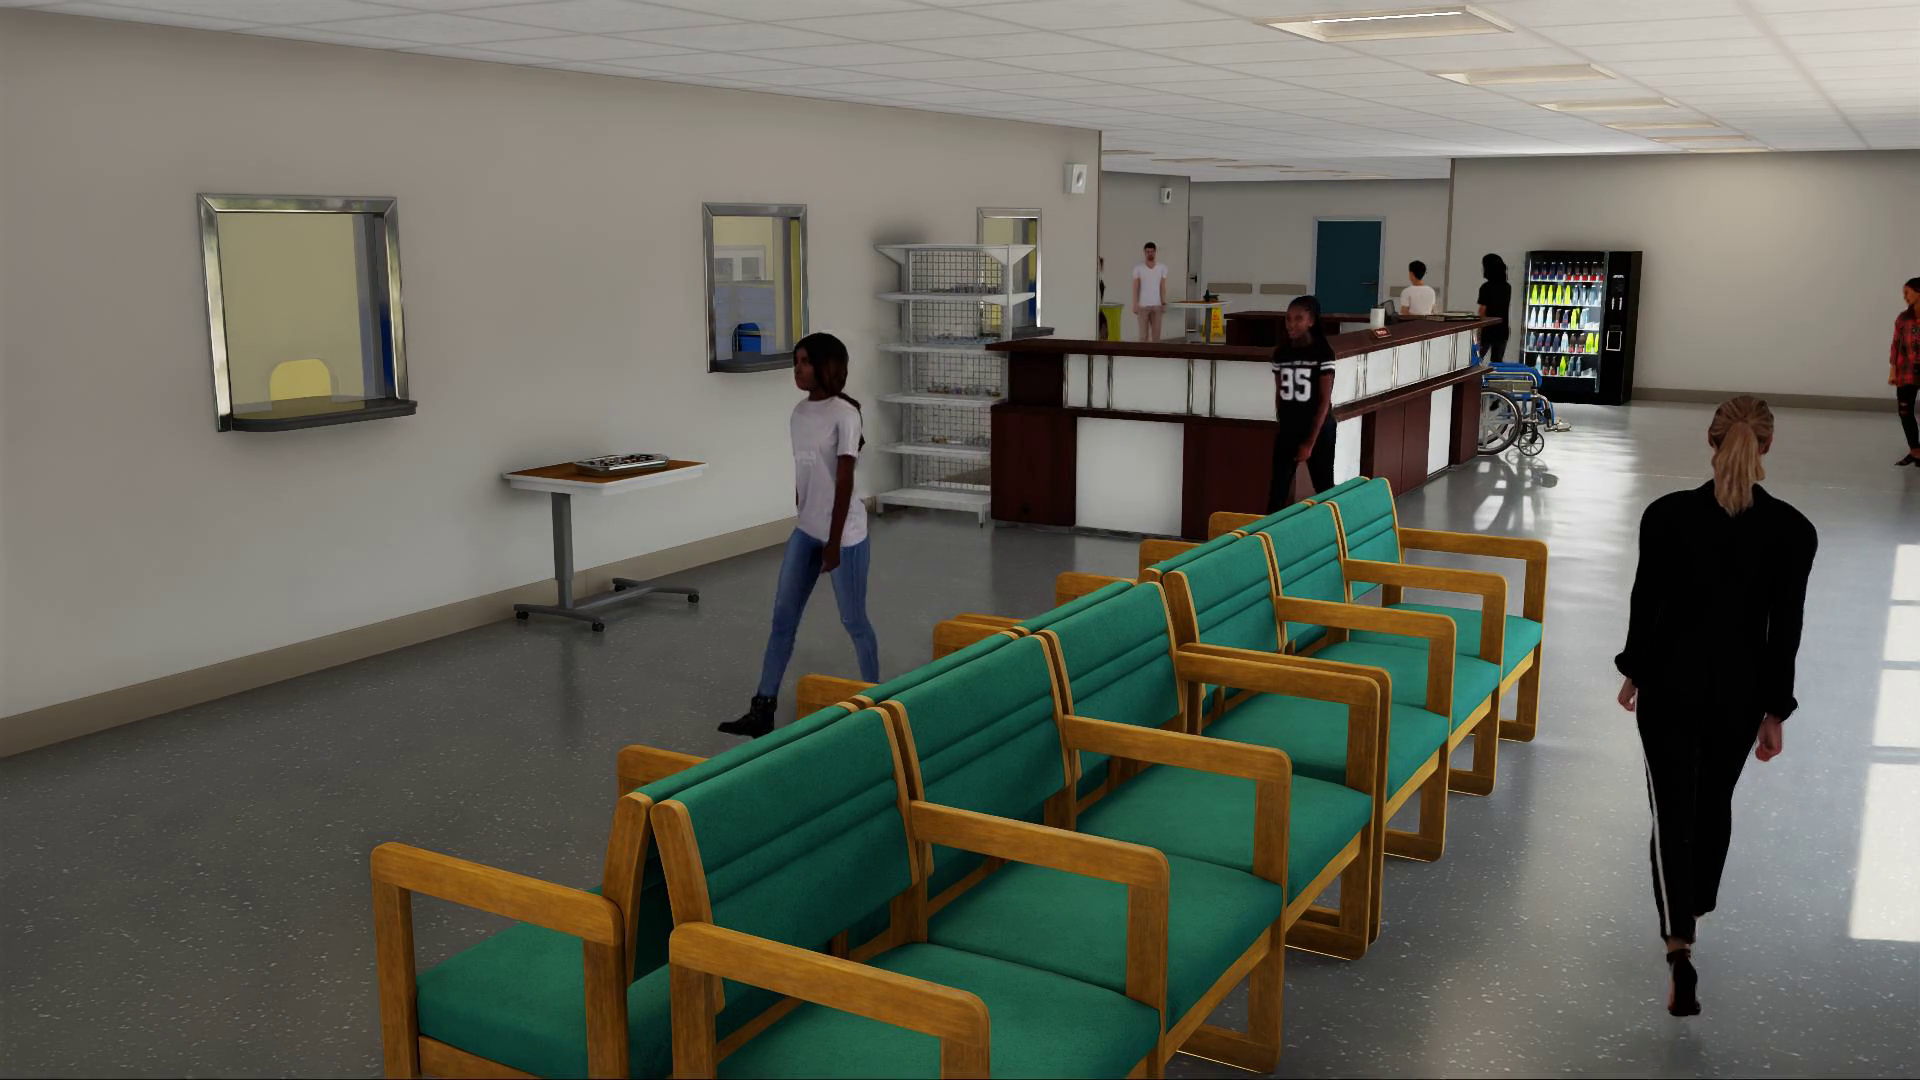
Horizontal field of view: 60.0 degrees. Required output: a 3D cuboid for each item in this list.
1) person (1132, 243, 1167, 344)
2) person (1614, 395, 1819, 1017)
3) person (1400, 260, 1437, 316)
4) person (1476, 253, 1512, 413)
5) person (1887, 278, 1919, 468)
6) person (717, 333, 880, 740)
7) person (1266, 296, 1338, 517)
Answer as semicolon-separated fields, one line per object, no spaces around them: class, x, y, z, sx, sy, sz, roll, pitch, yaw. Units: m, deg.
person;2.804;-3.482;24.878;1.022;1.861;1.050;-2;11;-8
person;2.005;0.483;4.505;1.053;1.667;0.827;4;11;19
person;5.499;-2.448;19.831;1.097;1.680;1.123;-2;11;-11
person;6.140;-2.358;19.023;0.788;1.822;0.818;-4;11;-19
person;8.524;-1.450;14.660;0.700;1.677;0.946;9;14;41
person;-0.481;0.007;6.946;1.037;1.691;0.829;10;14;42
person;2.160;-0.601;10.177;1.214;1.681;0.783;9;14;39
